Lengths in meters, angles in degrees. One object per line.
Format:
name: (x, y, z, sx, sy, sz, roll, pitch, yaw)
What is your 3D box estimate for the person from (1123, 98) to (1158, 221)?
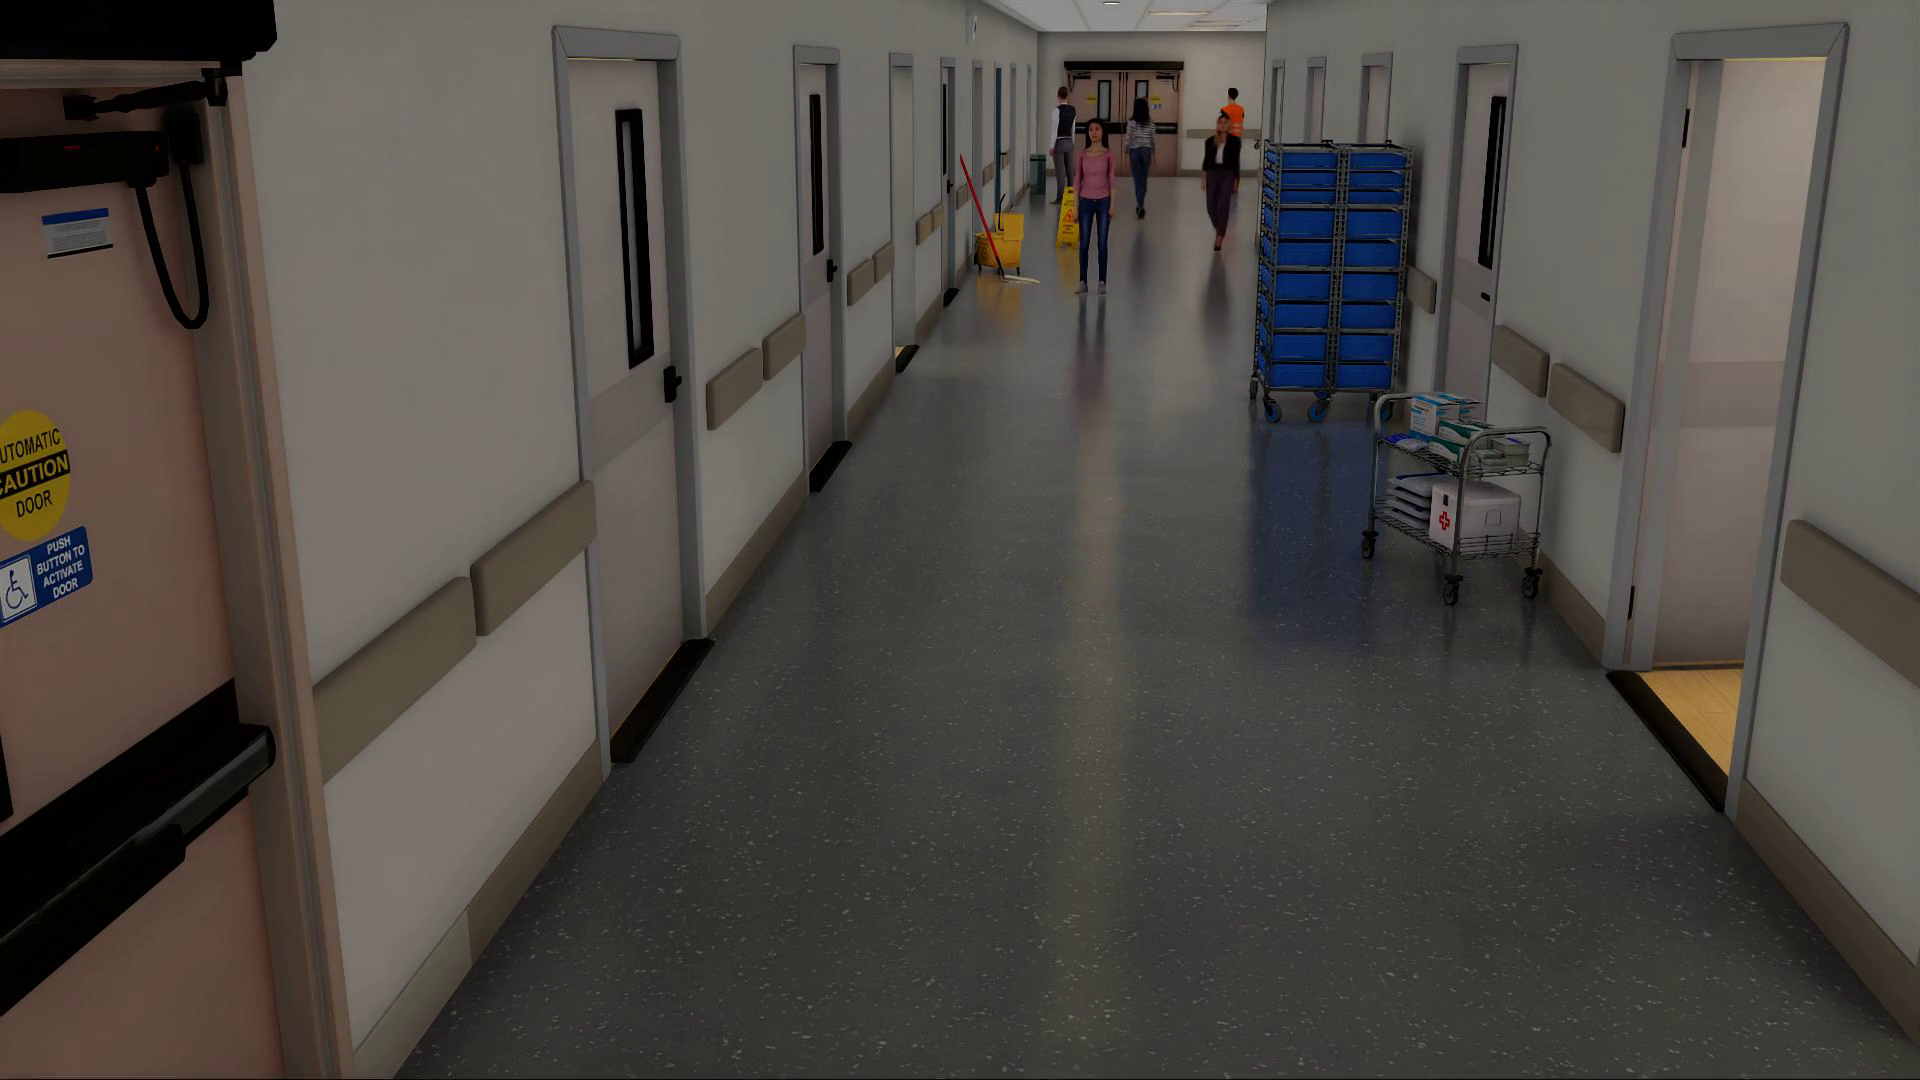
person: (2.712, -5.667, 24.859, 0.770, 1.760, 1.092, -2, 16, -6)

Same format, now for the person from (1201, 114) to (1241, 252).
person: (3.256, -4.102, 20.927, 0.723, 0.898, 1.048, 4, 16, 15)

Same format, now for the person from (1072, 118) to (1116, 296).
person: (1.362, -3.367, 16.766, 0.602, 1.742, 0.539, 3, 16, 12)

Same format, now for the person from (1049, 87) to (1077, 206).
person: (1.748, -6.665, 28.092, 0.743, 1.943, 0.783, -11, 19, -33)

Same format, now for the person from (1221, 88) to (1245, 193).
person: (5.072, -7.477, 31.074, 0.778, 1.888, 0.797, -7, 17, -24)
